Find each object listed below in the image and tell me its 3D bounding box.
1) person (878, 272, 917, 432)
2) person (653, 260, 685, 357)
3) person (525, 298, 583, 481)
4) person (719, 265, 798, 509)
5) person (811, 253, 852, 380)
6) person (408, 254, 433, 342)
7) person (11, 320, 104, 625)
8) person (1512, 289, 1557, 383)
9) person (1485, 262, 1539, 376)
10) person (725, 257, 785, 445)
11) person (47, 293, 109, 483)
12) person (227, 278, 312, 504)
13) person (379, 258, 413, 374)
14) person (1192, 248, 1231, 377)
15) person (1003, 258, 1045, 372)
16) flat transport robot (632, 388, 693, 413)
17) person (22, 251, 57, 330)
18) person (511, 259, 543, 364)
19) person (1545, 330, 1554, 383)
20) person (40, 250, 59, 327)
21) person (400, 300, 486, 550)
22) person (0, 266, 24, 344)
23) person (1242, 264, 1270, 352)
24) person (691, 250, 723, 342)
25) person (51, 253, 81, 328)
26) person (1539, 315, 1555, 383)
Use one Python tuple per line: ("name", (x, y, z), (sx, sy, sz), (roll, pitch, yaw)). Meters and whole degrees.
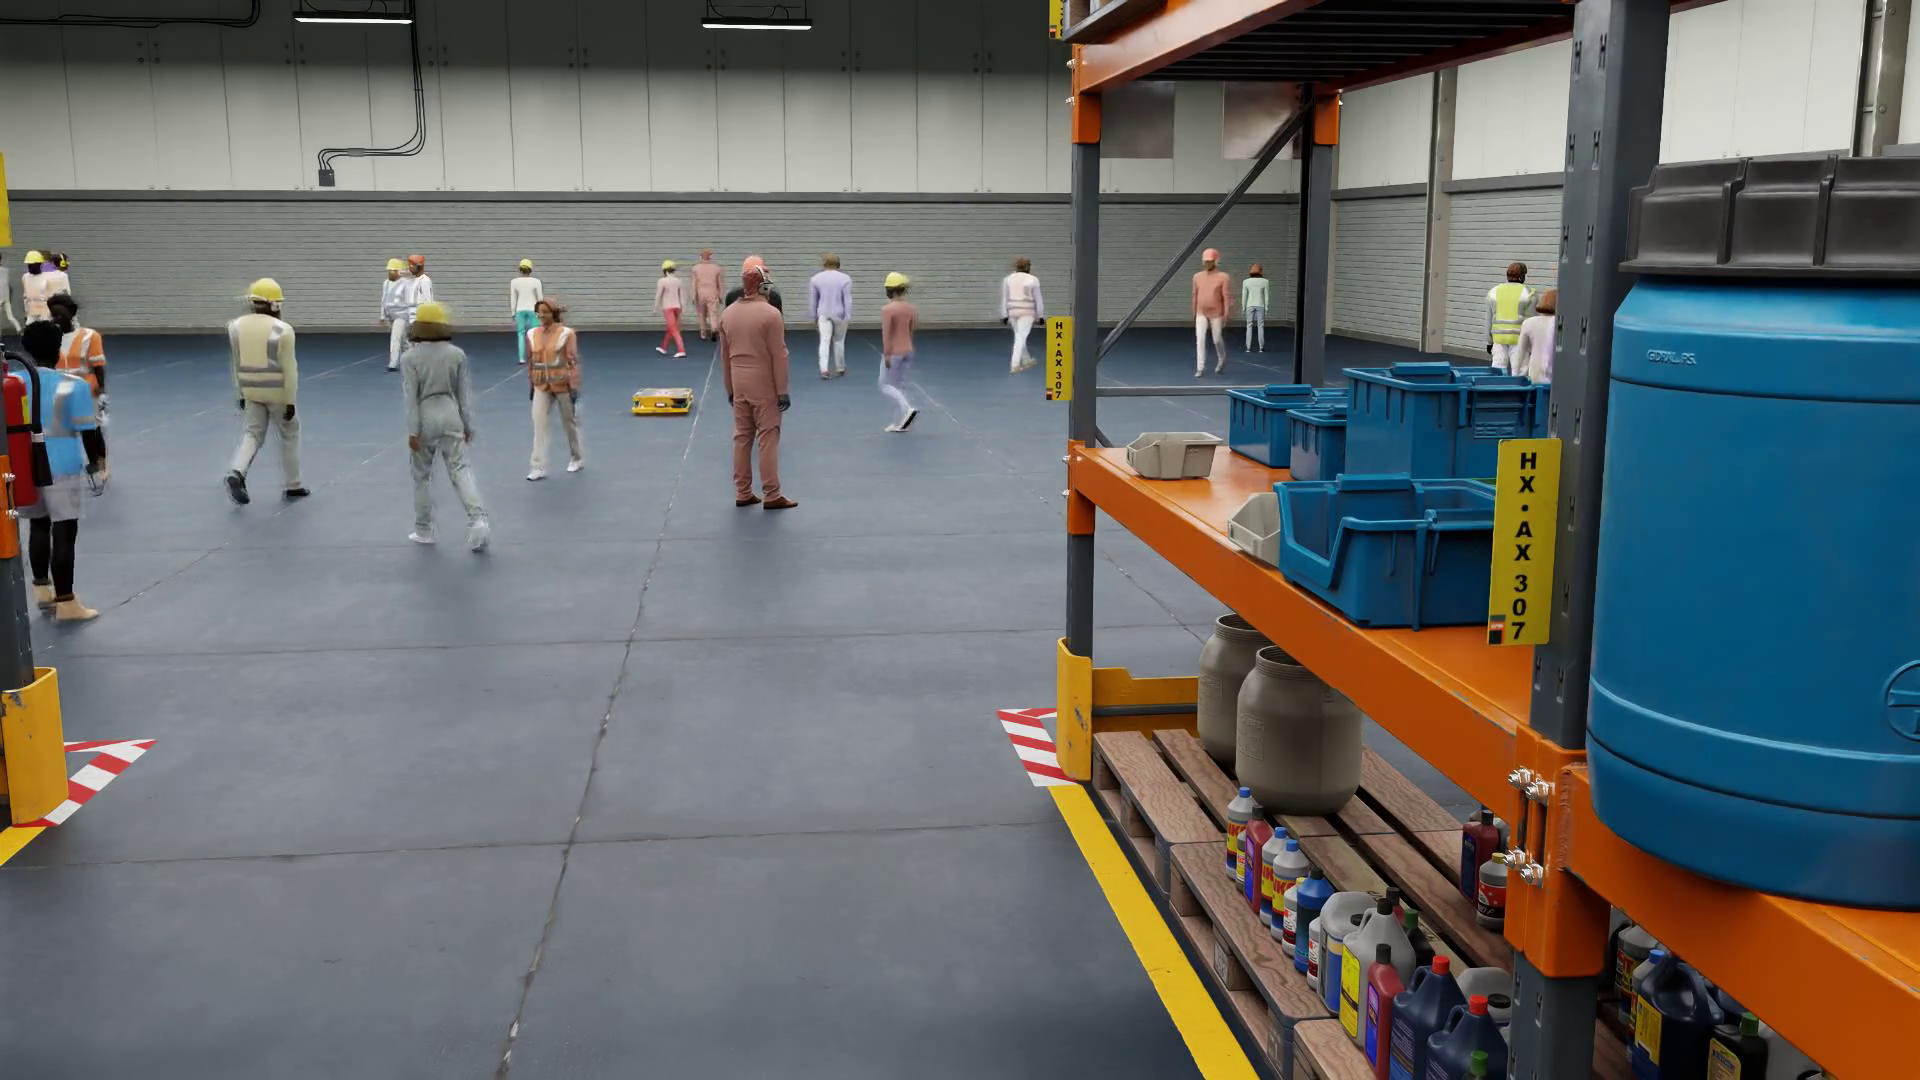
("person", (-0.650, -2.025, 18.066), (0.460, 1.754, 0.531), (8, 13, 38))
("person", (-5.193, -4.115, 29.650), (0.949, 1.707, 0.530), (8, 13, 38))
("person", (-3.624, -1.359, 14.844), (0.528, 1.595, 0.847), (2, 11, 11))
("person", (-1.578, -1.198, 13.105), (0.637, 1.911, 0.403), (8, 13, 36))
("person", (-1.939, -3.361, 25.027), (0.647, 1.893, 1.011), (1, 10, 7))
("person", (-7.618, -3.091, 23.542), (0.355, 1.887, 0.574), (-5, 12, -27))
("person", (-5.085, -0.377, 9.260), (0.602, 1.673, 0.556), (0, 10, 0))
("person", (5.596, -1.588, 16.000), (0.662, 1.633, 0.401), (8, 13, 37))
("person", (6.410, -2.293, 19.289), (0.633, 1.841, 0.429), (9, 14, 40))
("person", (-2.143, -1.986, 17.391), (0.623, 1.933, 1.042), (-2, 10, -9))
("person", (-7.388, -1.227, 13.903), (0.530, 1.673, 0.743), (-3, 11, -16))
("person", (-5.561, -1.176, 13.263), (0.589, 1.810, 0.768), (2, 11, 11))
("person", (-8.849, -3.550, 26.308), (0.588, 1.799, 0.871), (7, 12, 33))
("person", (3.877, -3.499, 25.575), (0.622, 1.968, 0.895), (5, 11, 26))
("person", (1.045, -3.577, 26.458), (0.644, 1.787, 0.971), (7, 12, 33))
("flat transport robot", (-3.652, -1.723, 20.470), (0.652, 0.197, 1.431), (-1, 10, -6))
("person", (-14.356, -3.541, 25.924), (0.624, 1.912, 0.406), (3, 11, 15))
("person", (-7.276, -3.844, 28.003), (0.533, 1.765, 0.330), (0, 10, -2))
("person", (3.897, -0.720, 10.261), (0.612, 2.001, 1.037), (-1, 10, -4))
("person", (-19.315, -5.206, 35.253), (0.566, 1.842, 0.389), (-3, 11, -16))
("person", (-3.552, -0.787, 11.411), (0.482, 1.711, 0.838), (-9, 14, -41))
("person", (-18.914, -4.769, 32.852), (0.775, 1.845, 0.547), (5, 12, 26))
("person", (5.483, -4.300, 30.859), (0.498, 1.633, 0.287), (3, 11, 16))
("person", (-5.160, -4.991, 33.994), (0.650, 1.878, 0.890), (-3, 11, -14))
("person", (-14.944, -3.853, 27.799), (0.559, 1.856, 0.389), (8, 13, 36))
("person", (4.935, -1.199, 13.287), (0.585, 1.852, 0.926), (-3, 11, -17))
